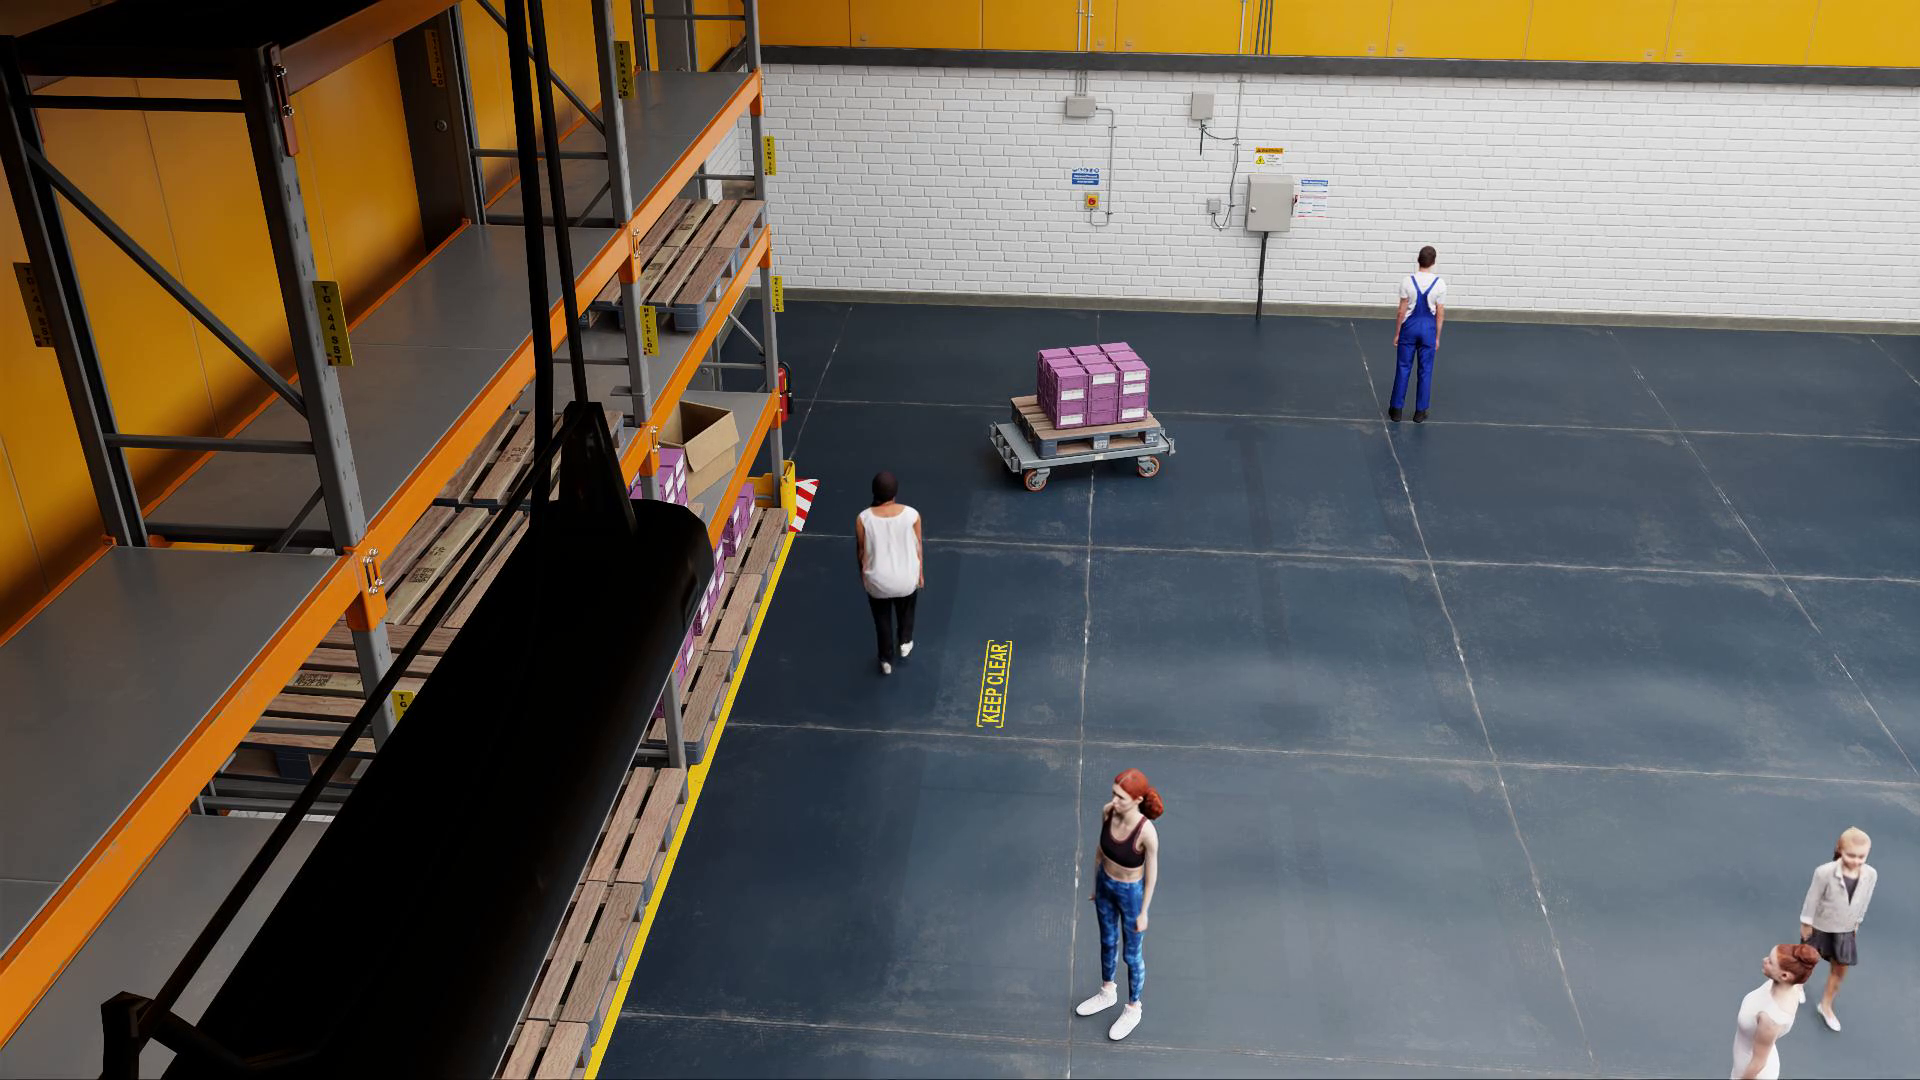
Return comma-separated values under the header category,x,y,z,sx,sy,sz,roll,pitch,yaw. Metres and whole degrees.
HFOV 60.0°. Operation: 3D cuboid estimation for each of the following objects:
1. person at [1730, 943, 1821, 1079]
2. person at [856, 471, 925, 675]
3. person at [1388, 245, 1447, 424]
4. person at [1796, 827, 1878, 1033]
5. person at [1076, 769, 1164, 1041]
category,x,y,z,sx,sy,sz,roll,pitch,yaw
person,3.943,2.673,8.259,0.690,1.793,0.554,16,33,27
person,-0.538,0.278,12.772,0.702,1.675,0.744,0,29,0
person,4.658,-2.099,16.947,0.667,1.849,0.628,8,30,14
person,5.074,2.182,9.712,0.551,1.261,0.683,5,29,9
person,0.919,2.041,9.425,0.747,1.785,0.689,-23,36,-36
